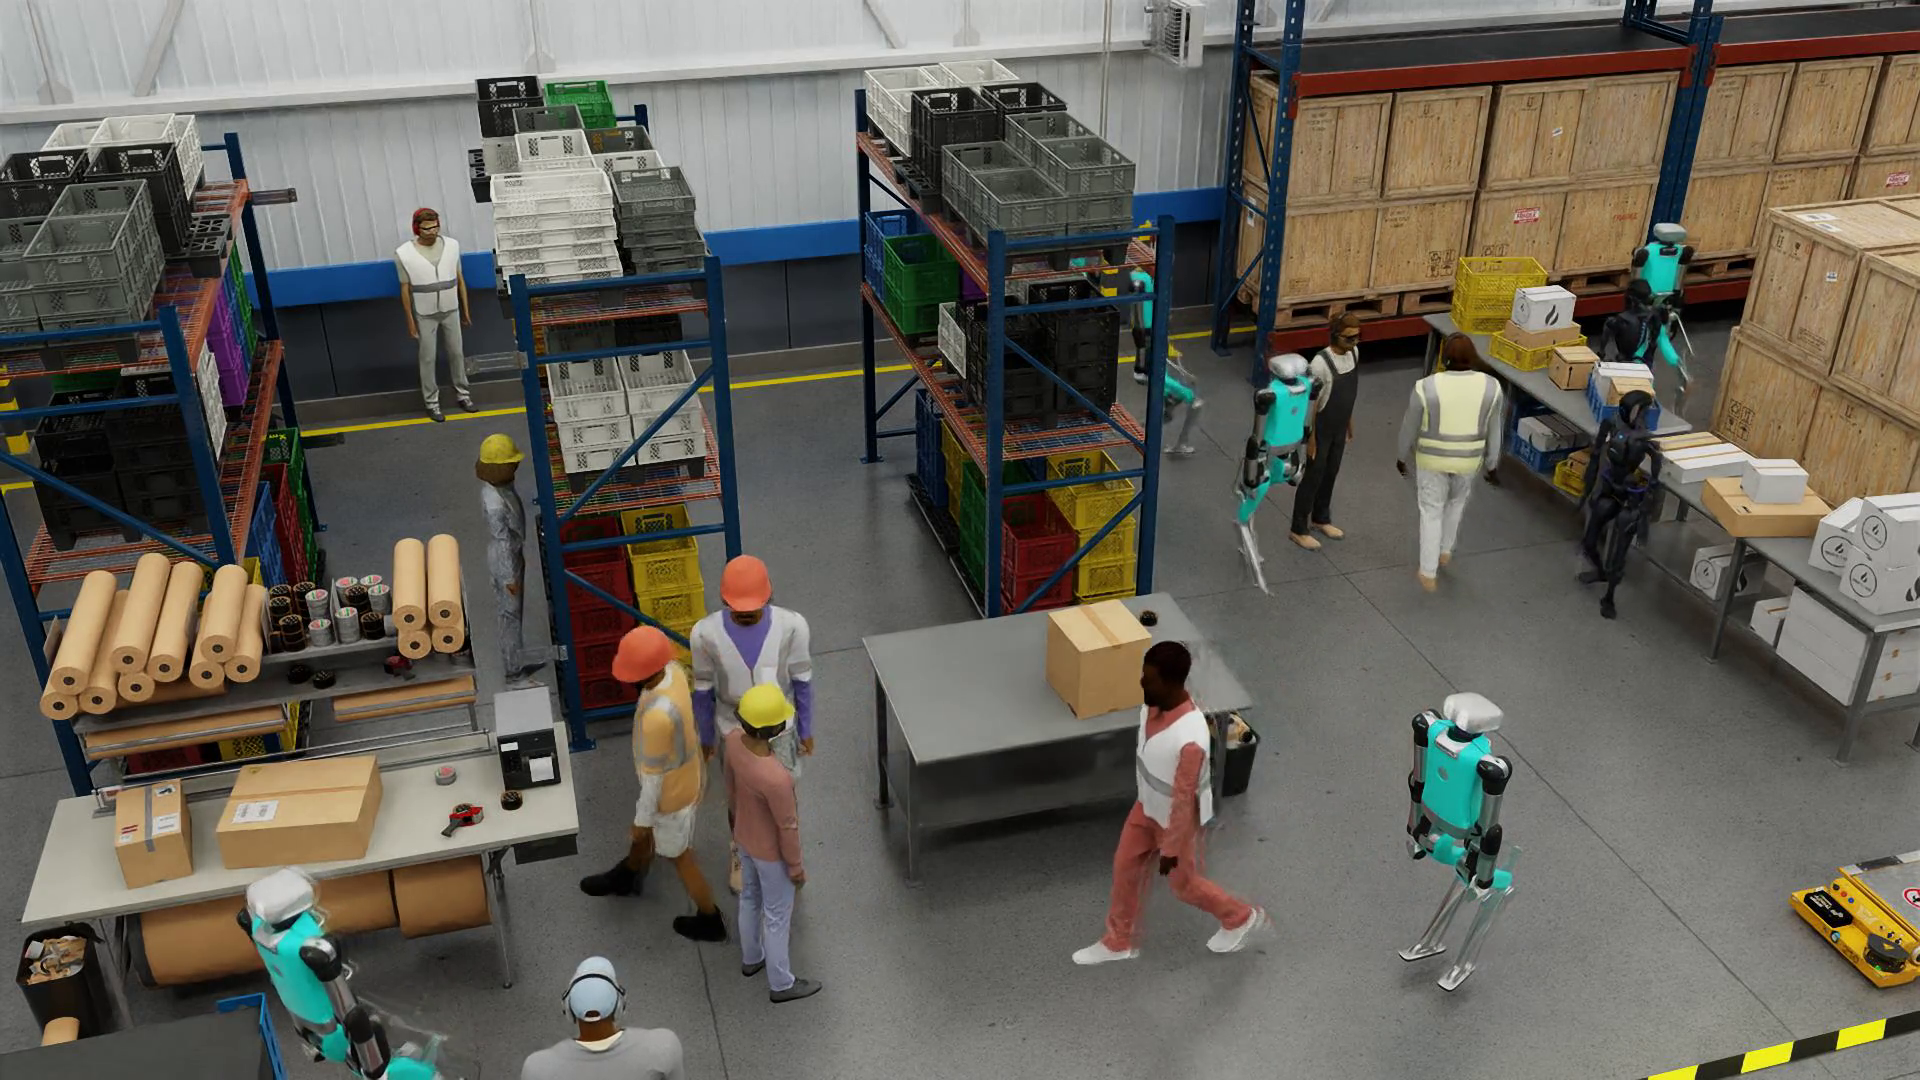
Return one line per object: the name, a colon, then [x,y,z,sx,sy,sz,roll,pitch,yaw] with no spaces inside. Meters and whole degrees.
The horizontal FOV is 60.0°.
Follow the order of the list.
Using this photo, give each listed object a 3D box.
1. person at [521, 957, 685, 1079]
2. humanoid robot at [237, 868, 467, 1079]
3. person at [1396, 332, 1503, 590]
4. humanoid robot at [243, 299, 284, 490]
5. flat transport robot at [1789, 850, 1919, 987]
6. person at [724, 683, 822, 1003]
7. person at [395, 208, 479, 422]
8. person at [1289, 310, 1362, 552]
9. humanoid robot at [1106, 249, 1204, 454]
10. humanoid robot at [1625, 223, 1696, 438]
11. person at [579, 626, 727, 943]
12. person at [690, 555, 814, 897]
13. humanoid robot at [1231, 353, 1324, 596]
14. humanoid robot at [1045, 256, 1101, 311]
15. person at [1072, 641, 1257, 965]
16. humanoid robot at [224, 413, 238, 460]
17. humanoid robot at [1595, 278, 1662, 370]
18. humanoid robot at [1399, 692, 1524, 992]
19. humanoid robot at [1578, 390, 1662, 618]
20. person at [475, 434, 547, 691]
person: [-1.300,2.322,6.293,0.589,1.852,0.397,-7,30,-13]
humanoid robot: [-2.428,2.005,7.050,0.558,1.834,0.887,18,34,29]
person: [3.379,-0.585,11.607,0.665,1.823,0.746,1,29,2]
humanoid robot: [-5.343,-1.059,12.608,0.315,1.659,0.599,-16,33,-27]
flat transport robot: [5.163,1.916,8.676,1.431,0.231,0.659,-8,30,-14]
person: [-0.910,1.440,7.985,0.314,1.767,0.534,-20,35,-32]
person: [-4.413,-1.918,14.028,0.562,1.836,0.387,-21,35,-33]
person: [2.659,-0.797,11.986,0.504,1.837,0.339,-25,37,-37]
humanoid robot: [1.666,-1.443,13.269,0.987,1.741,0.541,12,31,20]
humanoid robot: [5.828,-1.642,13.679,0.551,1.773,0.969,-7,29,-12]
person: [-1.598,1.210,8.292,0.785,1.880,0.599,-2,29,-3]
person: [-1.045,0.967,8.577,0.607,2.035,0.408,-4,29,-8]
humanoid robot: [2.081,-0.532,11.631,0.545,1.793,0.815,-15,32,-26]
humanoid robot: [0.911,-2.073,14.426,0.562,1.784,0.915,-4,29,-7]
person: [1.057,1.305,8.108,0.886,1.887,0.590,-9,30,-16]
humanoid robot: [-5.766,-1.113,12.712,0.327,1.652,0.590,6,29,11]
humanoid robot: [5.197,-1.238,12.962,0.599,1.636,0.632,-8,30,-15]
humanoid robot: [2.483,1.393,7.962,0.735,1.677,0.533,-17,33,-28]
humanoid robot: [4.481,-0.279,11.214,0.465,1.646,0.601,-15,32,-26]
person: [-2.793,0.133,10.387,0.320,1.742,0.492,-6,29,-11]
